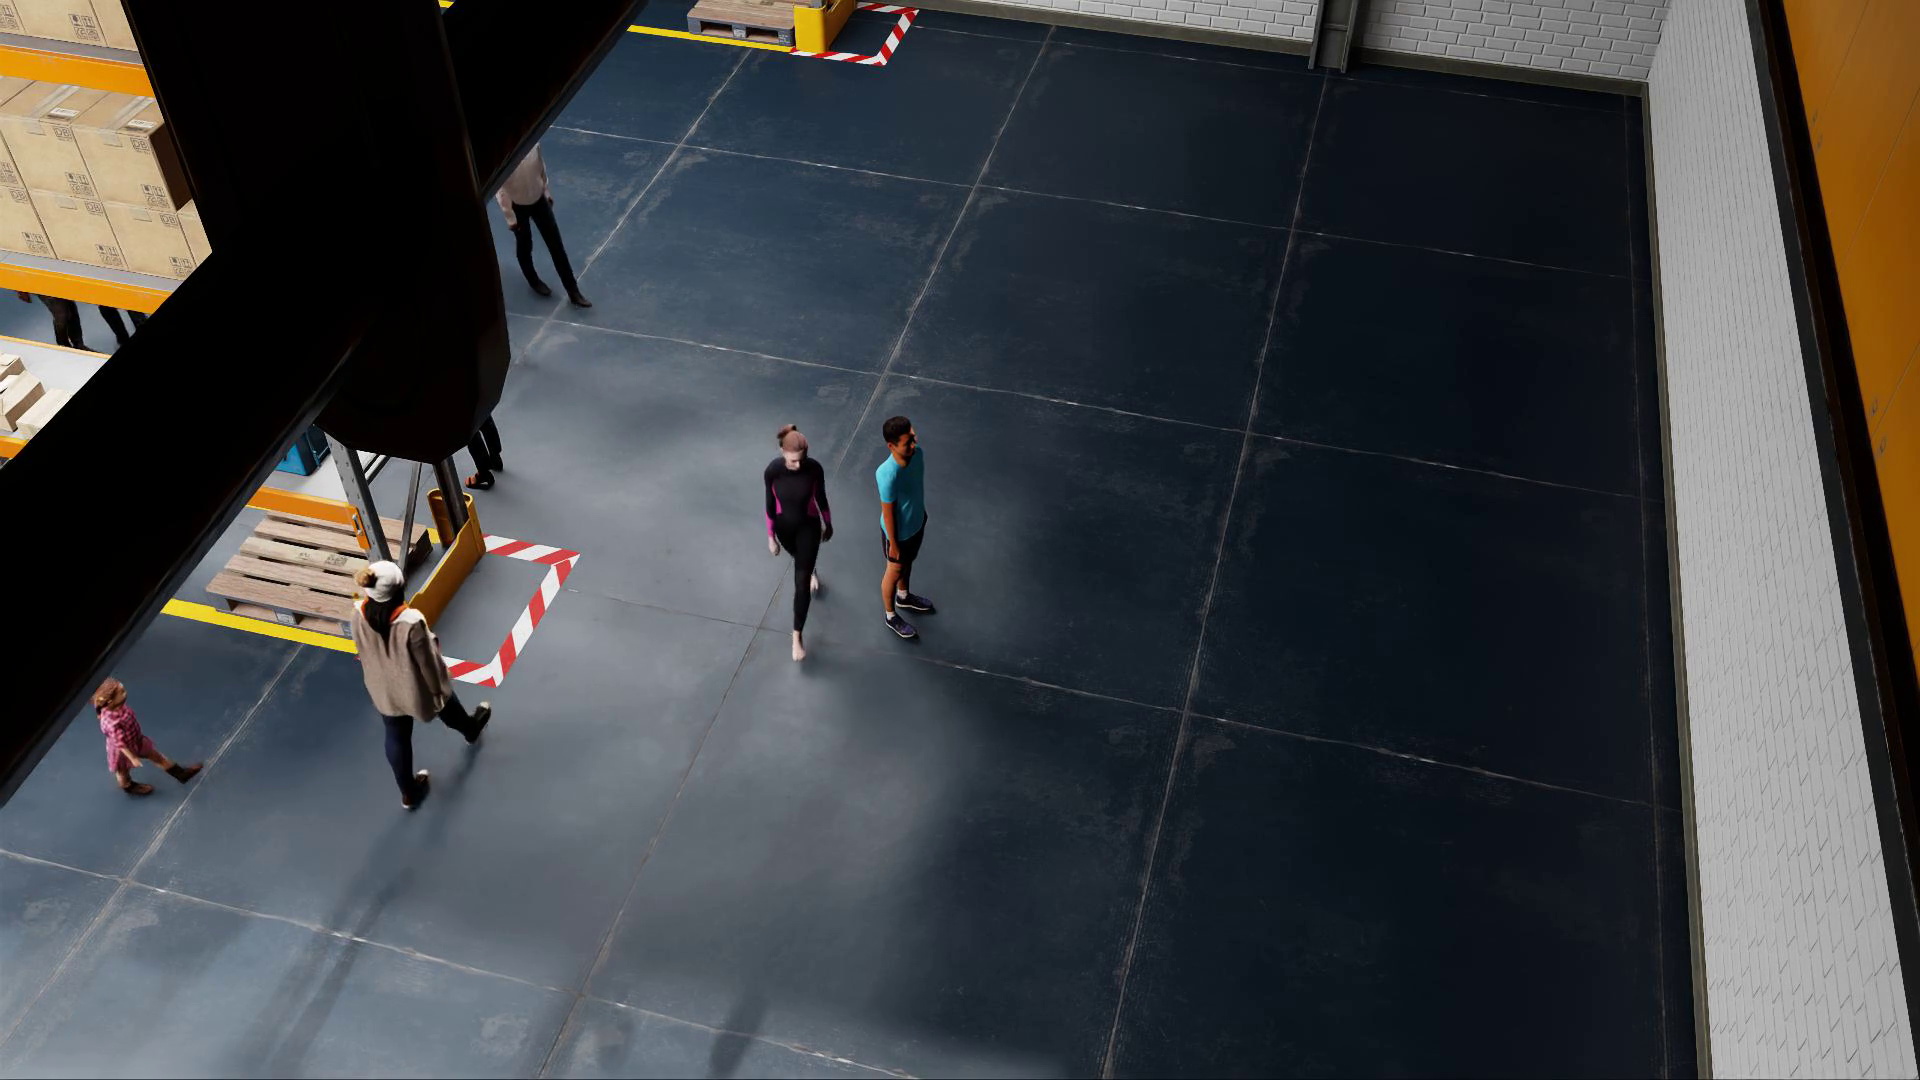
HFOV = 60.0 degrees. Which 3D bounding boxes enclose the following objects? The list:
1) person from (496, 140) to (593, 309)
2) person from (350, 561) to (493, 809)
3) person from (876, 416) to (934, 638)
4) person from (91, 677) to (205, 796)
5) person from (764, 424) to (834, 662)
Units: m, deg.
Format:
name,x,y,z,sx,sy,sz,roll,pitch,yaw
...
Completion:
name,x,y,z,sx,sy,sz,roll,pitch,yaw
person,-3.676,-2.808,13.890,1.146,1.838,0.996,33,53,30
person,-3.384,0.903,9.984,1.010,1.852,0.775,9,44,9
person,-0.392,-0.112,11.106,0.570,1.776,0.654,18,46,18
person,-5.190,1.250,10.239,0.789,0.999,0.628,-8,44,-8
person,-1.089,-0.134,11.187,1.133,1.695,0.798,2,44,2
